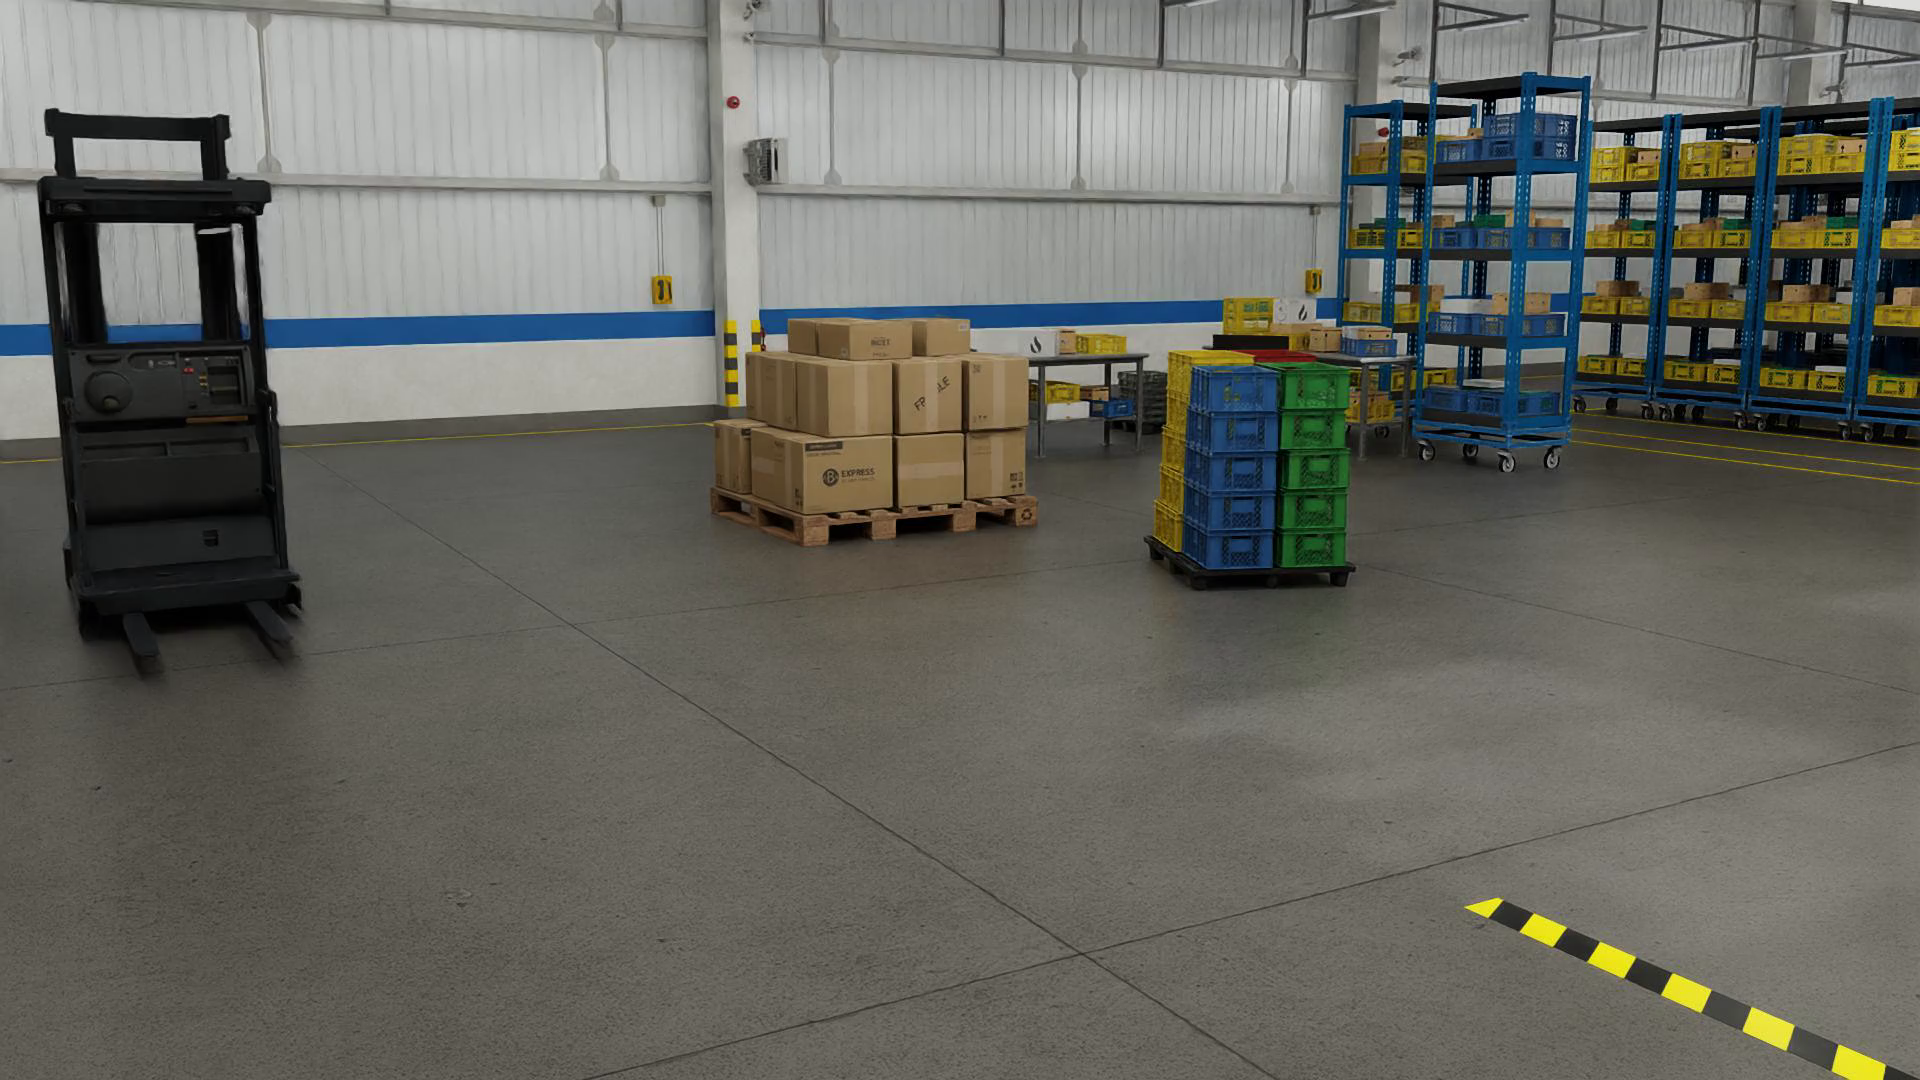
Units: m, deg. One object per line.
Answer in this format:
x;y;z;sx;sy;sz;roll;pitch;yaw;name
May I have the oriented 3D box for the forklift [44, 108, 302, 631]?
-4.667;-1.058;9.666;1.129;2.768;1.873;-6;12;-30;forklift
